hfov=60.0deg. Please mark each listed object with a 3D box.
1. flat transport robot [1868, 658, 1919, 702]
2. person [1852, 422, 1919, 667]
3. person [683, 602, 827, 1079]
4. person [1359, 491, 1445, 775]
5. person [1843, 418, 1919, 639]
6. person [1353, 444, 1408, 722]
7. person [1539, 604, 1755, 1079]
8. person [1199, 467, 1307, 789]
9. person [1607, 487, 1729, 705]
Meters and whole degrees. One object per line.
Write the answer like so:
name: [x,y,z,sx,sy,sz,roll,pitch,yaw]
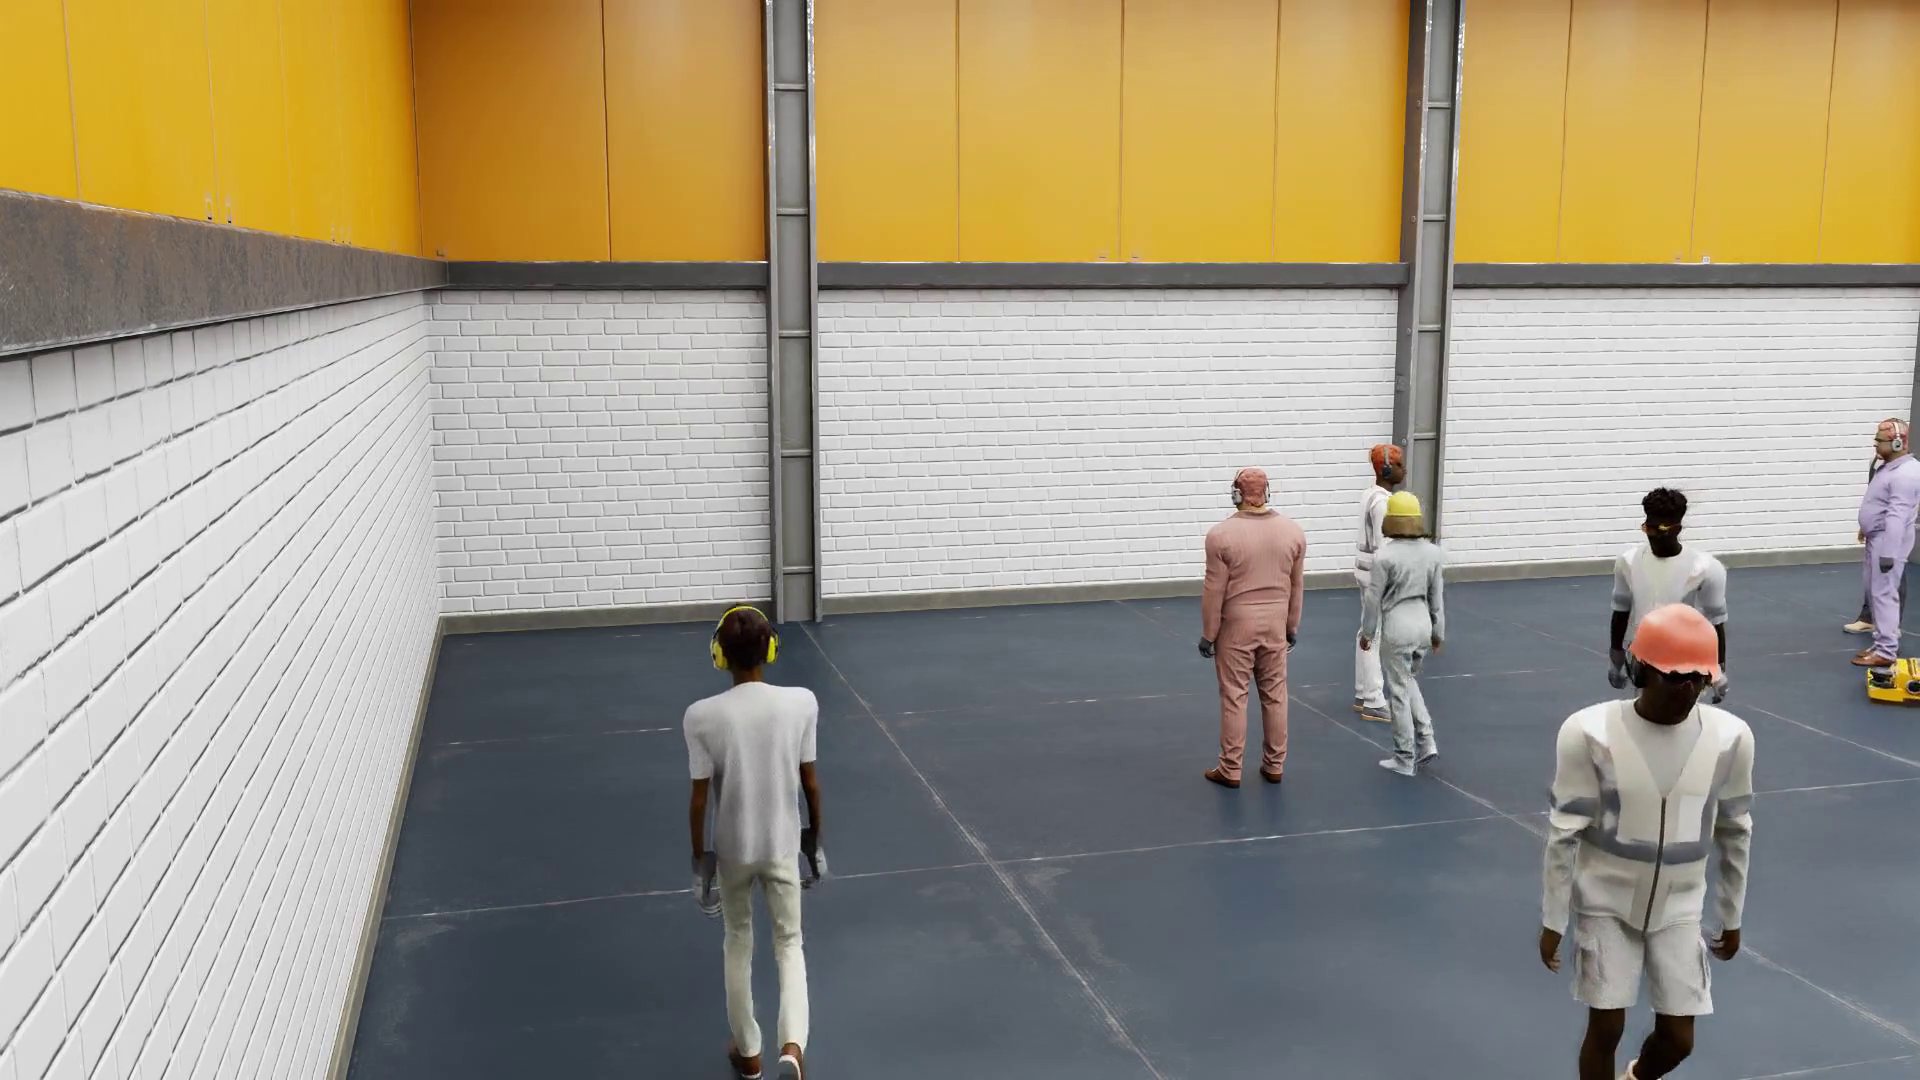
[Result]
flat transport robot: [7.206,1.030,11.697,1.431,0.197,0.652,5,10,28]
person: [7.147,0.038,12.846,0.401,1.902,0.654,4,10,22]
person: [-0.729,1.149,6.042,0.520,1.847,0.712,-2,9,-12]
person: [2.674,0.565,10.082,0.491,1.723,0.388,-4,10,-26]
person: [7.693,-0.093,13.809,0.350,1.847,0.506,-2,9,-14]
person: [2.868,0.288,11.315,0.356,1.883,0.574,1,9,4]
person: [2.201,1.173,5.361,0.656,2.019,0.547,1,9,7]
person: [1.706,0.517,9.829,0.638,1.903,0.409,-3,9,-16]
person: [3.911,0.634,9.095,0.835,1.920,0.624,-7,11,-37]
